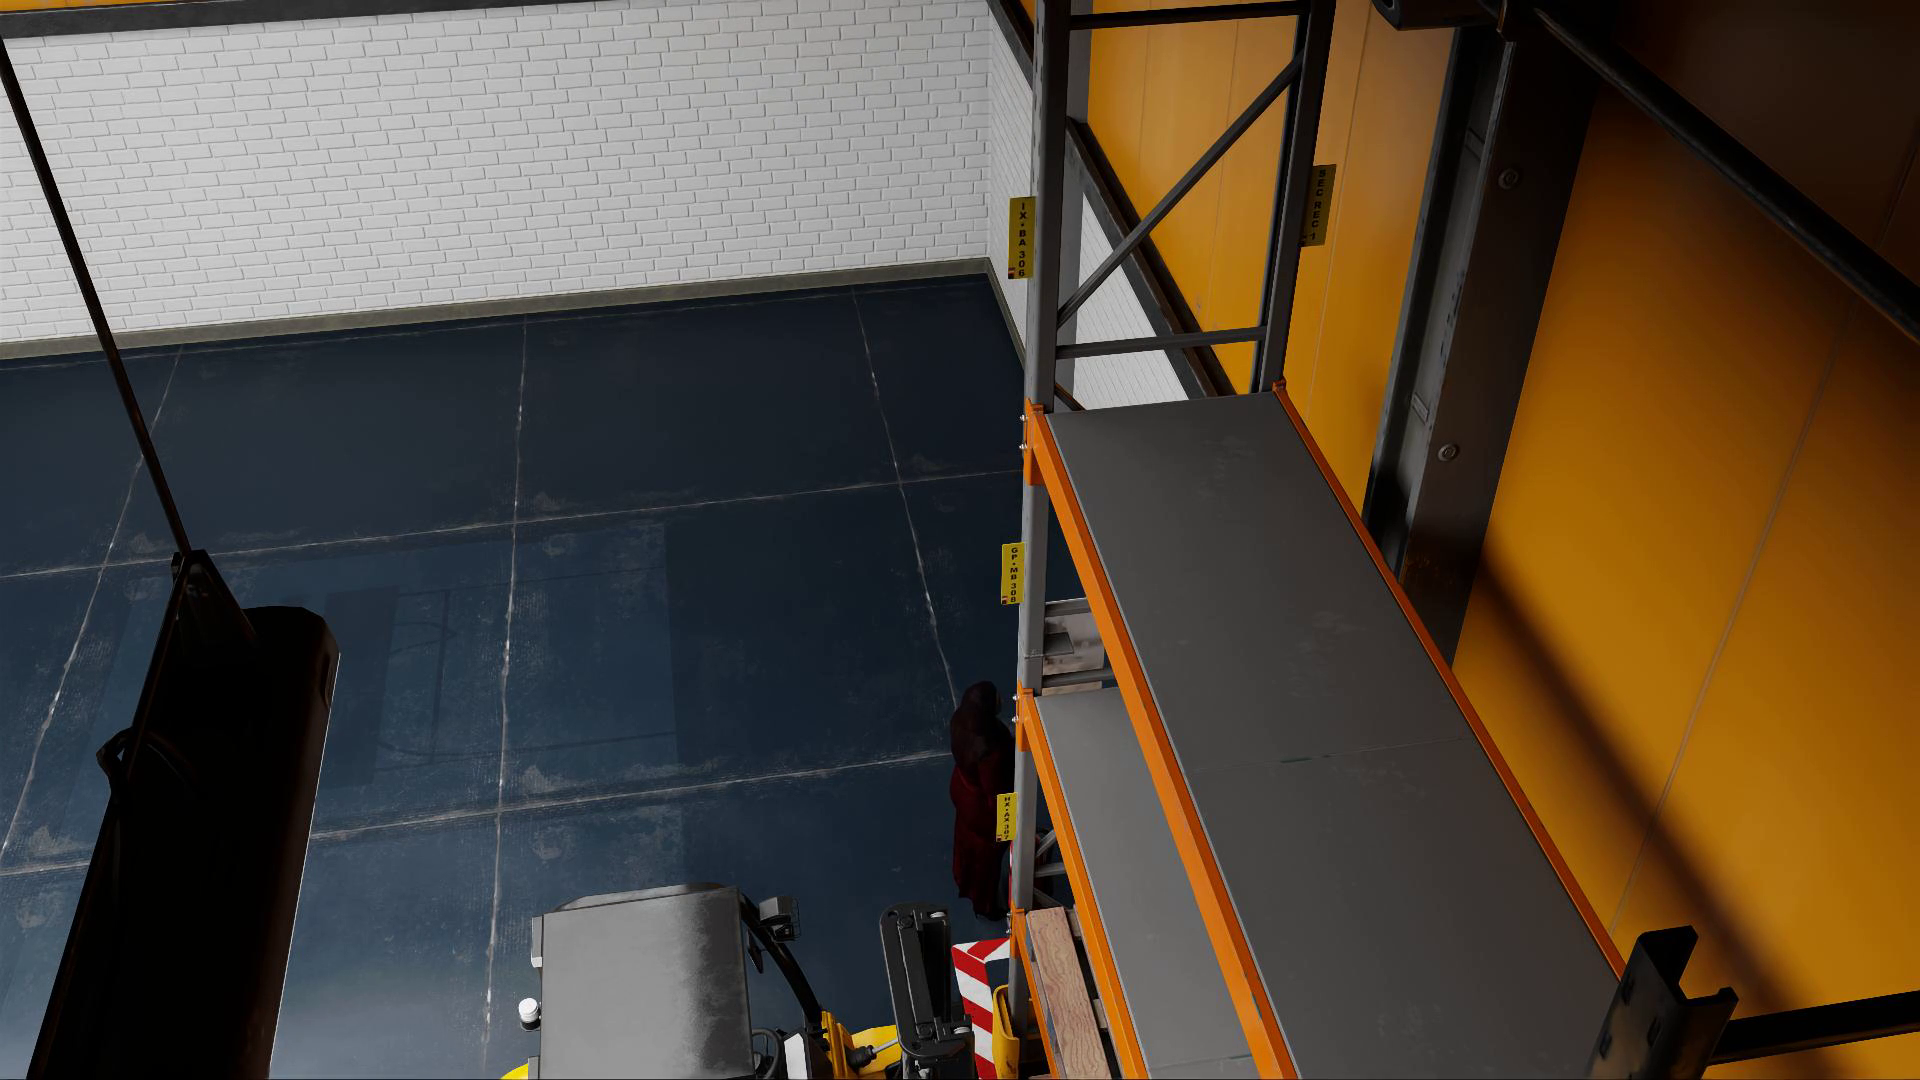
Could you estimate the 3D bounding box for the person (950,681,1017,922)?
[{"bbox_3d":[0.116,1.465,9.396,0.774,1.758,0.618,-16,41,-19],"label":"person"}]
